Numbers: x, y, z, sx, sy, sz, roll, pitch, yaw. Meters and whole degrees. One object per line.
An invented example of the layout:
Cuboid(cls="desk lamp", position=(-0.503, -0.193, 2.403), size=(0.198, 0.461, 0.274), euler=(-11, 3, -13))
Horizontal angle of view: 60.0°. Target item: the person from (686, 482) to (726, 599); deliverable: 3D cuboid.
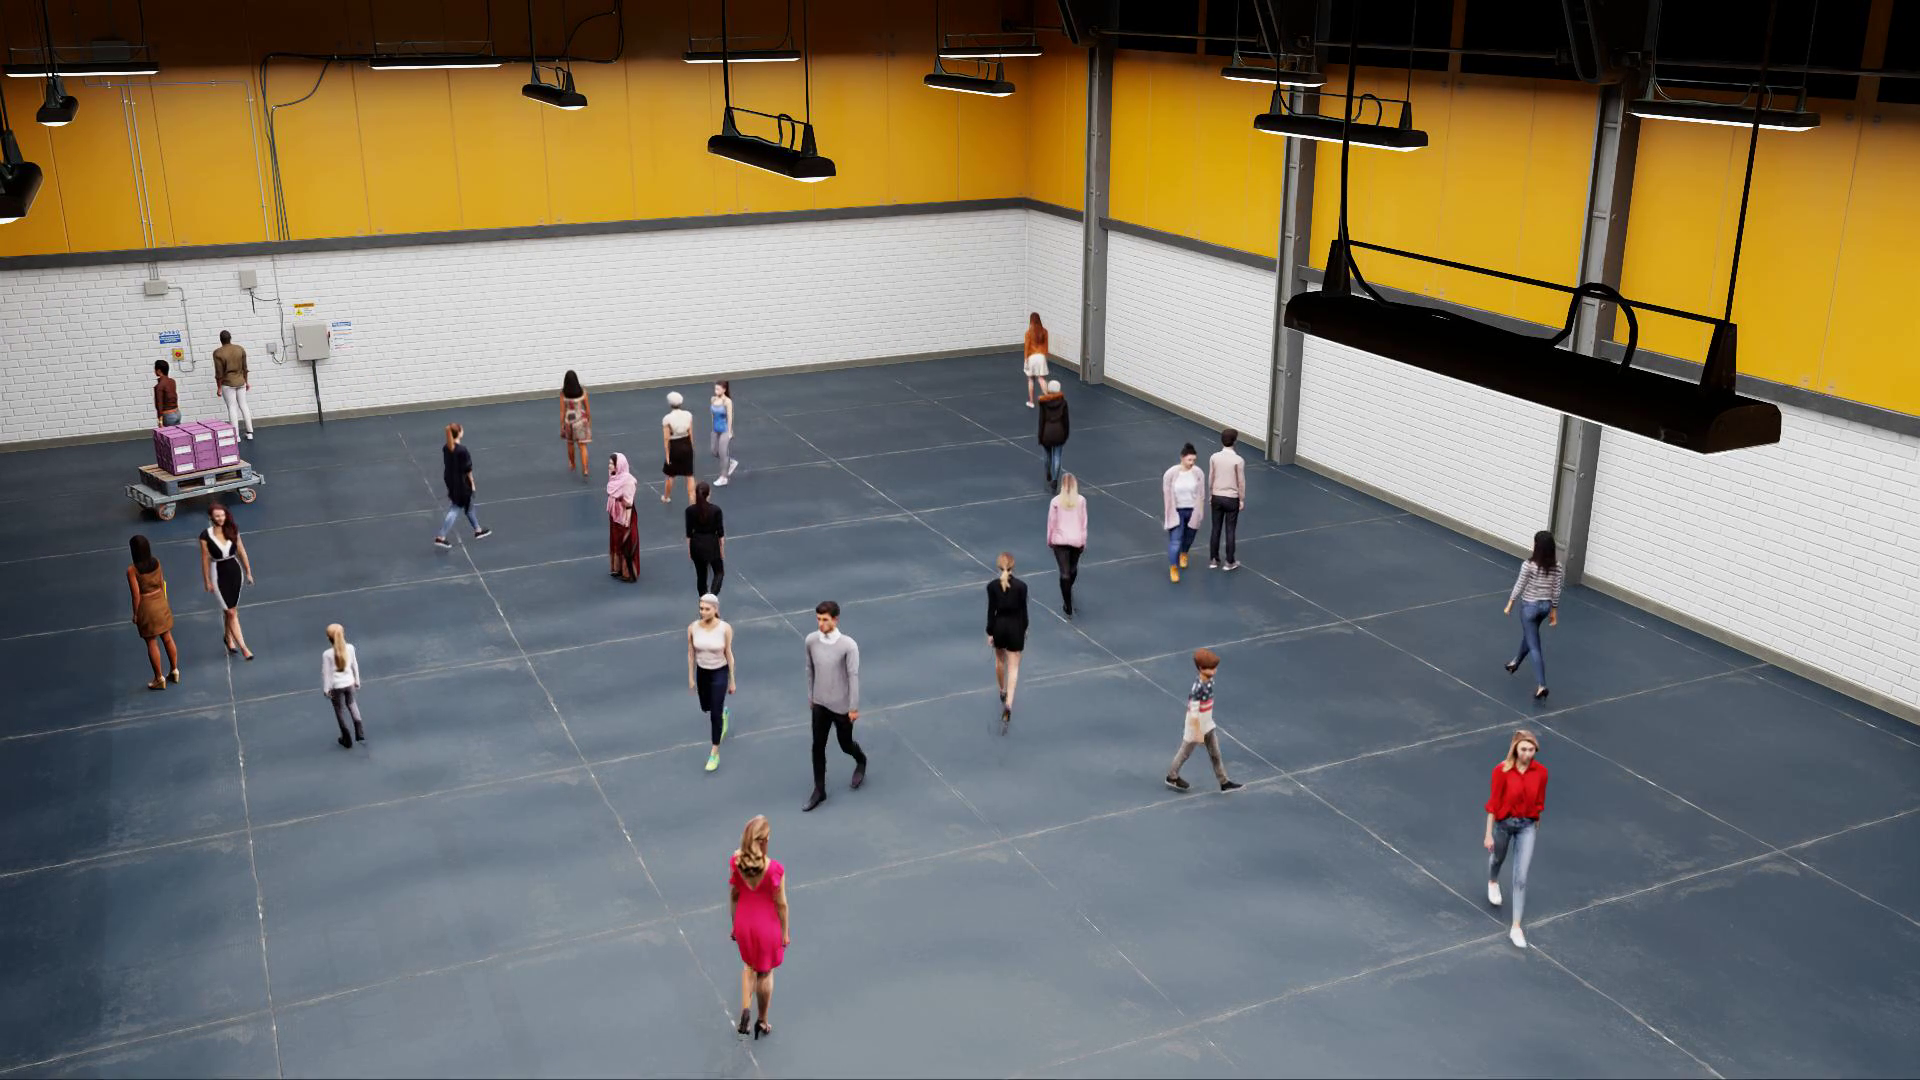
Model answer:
Cuboid(cls="person", position=(-2.960, 0.156, 19.270), size=(0.790, 1.649, 0.899), euler=(1, 19, 2))

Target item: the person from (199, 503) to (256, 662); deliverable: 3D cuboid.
Cuboid(cls="person", position=(-8.065, 0.448, 18.225), size=(1.158, 1.762, 0.880), euler=(16, 24, 39))

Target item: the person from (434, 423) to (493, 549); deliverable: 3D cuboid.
Cuboid(cls="person", position=(-6.623, -0.680, 21.758), size=(1.150, 1.645, 1.020), euler=(14, 23, 36))

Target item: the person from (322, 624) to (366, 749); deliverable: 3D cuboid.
Cuboid(cls="person", position=(-5.951, 1.429, 16.080), size=(0.575, 1.271, 0.633), euler=(-18, 25, -42))

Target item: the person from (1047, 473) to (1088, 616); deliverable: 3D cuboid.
Cuboid(cls="person", position=(1.277, 0.071, 19.532), size=(0.886, 1.642, 1.191), euler=(-1, 19, -4))

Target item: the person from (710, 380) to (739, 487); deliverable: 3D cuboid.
Cuboid(cls="person", position=(-3.463, -1.602, 24.573), size=(0.818, 1.596, 0.821), euler=(16, 25, 40))

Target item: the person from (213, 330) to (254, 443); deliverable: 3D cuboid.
Cuboid(cls="person", position=(-11.742, -2.502, 26.885), size=(0.742, 1.825, 0.798), euler=(16, 24, 39))

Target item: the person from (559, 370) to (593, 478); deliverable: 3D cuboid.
Cuboid(cls="person", position=(-5.729, -1.706, 24.865), size=(0.715, 1.606, 1.120), euler=(-5, 19, -15))

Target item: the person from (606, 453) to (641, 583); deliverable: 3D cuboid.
Cuboid(cls="person", position=(-4.188, -0.301, 20.649), size=(0.800, 1.634, 0.651), euler=(-17, 25, -41))

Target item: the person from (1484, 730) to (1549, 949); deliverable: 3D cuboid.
Cuboid(cls="person", position=(4.310, 2.245, 13.060), size=(0.997, 1.652, 1.239), euler=(1, 19, 3))

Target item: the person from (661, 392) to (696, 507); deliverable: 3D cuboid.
Cuboid(cls="person", position=(-3.837, -1.151, 23.051), size=(0.728, 1.712, 1.096), euler=(-11, 22, -30))

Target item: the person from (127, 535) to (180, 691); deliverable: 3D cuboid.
Cuboid(cls="person", position=(-8.480, 0.746, 17.453), size=(0.691, 1.690, 0.641), euler=(8, 20, 23))

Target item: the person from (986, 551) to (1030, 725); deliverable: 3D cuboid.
Cuboid(cls="person", position=(0.477, 1.006, 16.624), size=(0.982, 1.727, 1.170), euler=(3, 19, 9))

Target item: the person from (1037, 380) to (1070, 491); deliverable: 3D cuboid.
Cuboid(cls="person", position=(1.371, -1.501, 24.273), size=(0.925, 1.596, 1.149), euler=(0, 19, -1))

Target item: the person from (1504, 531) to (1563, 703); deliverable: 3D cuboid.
Cuboid(cls="person", position=(5.964, 0.825, 17.150), size=(0.756, 1.732, 1.181), euler=(-4, 19, -13))

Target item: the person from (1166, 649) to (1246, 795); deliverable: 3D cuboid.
Cuboid(cls="person", position=(2.120, 1.668, 15.174), size=(1.024, 1.398, 0.852), euler=(12, 22, 31))

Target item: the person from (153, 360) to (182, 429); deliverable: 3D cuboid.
Cuboid(cls="person", position=(-11.846, -1.828, 24.960), size=(0.764, 1.778, 0.635), euler=(2, 19, 5))

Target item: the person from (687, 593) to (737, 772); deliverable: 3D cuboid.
Cuboid(cls="person", position=(-2.337, 1.284, 15.872), size=(0.996, 1.680, 1.166), euler=(3, 19, 9))

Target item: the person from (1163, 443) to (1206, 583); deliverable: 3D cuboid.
Cuboid(cls="person", position=(2.790, -0.388, 20.789), size=(0.903, 1.710, 1.143), euler=(-1, 19, -4))

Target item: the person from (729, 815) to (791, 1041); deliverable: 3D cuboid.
Cuboid(cls="person", position=(-1.436, 2.733, 11.509), size=(0.800, 1.718, 0.861), euler=(6, 19, 17))

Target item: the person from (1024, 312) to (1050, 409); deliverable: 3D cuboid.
Cuboid(cls="person", position=(1.360, -3.074, 28.774), size=(0.723, 1.704, 0.975), euler=(-5, 19, -15))

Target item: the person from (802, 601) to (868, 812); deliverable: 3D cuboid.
Cuboid(cls="person", position=(-1.088, 1.436, 15.062), size=(1.199, 1.908, 1.215), euler=(9, 20, 24))

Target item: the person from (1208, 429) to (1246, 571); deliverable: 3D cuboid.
Cuboid(cls="person", position=(3.361, -0.527, 21.048), size=(0.664, 1.807, 0.766), euler=(11, 21, 29))
